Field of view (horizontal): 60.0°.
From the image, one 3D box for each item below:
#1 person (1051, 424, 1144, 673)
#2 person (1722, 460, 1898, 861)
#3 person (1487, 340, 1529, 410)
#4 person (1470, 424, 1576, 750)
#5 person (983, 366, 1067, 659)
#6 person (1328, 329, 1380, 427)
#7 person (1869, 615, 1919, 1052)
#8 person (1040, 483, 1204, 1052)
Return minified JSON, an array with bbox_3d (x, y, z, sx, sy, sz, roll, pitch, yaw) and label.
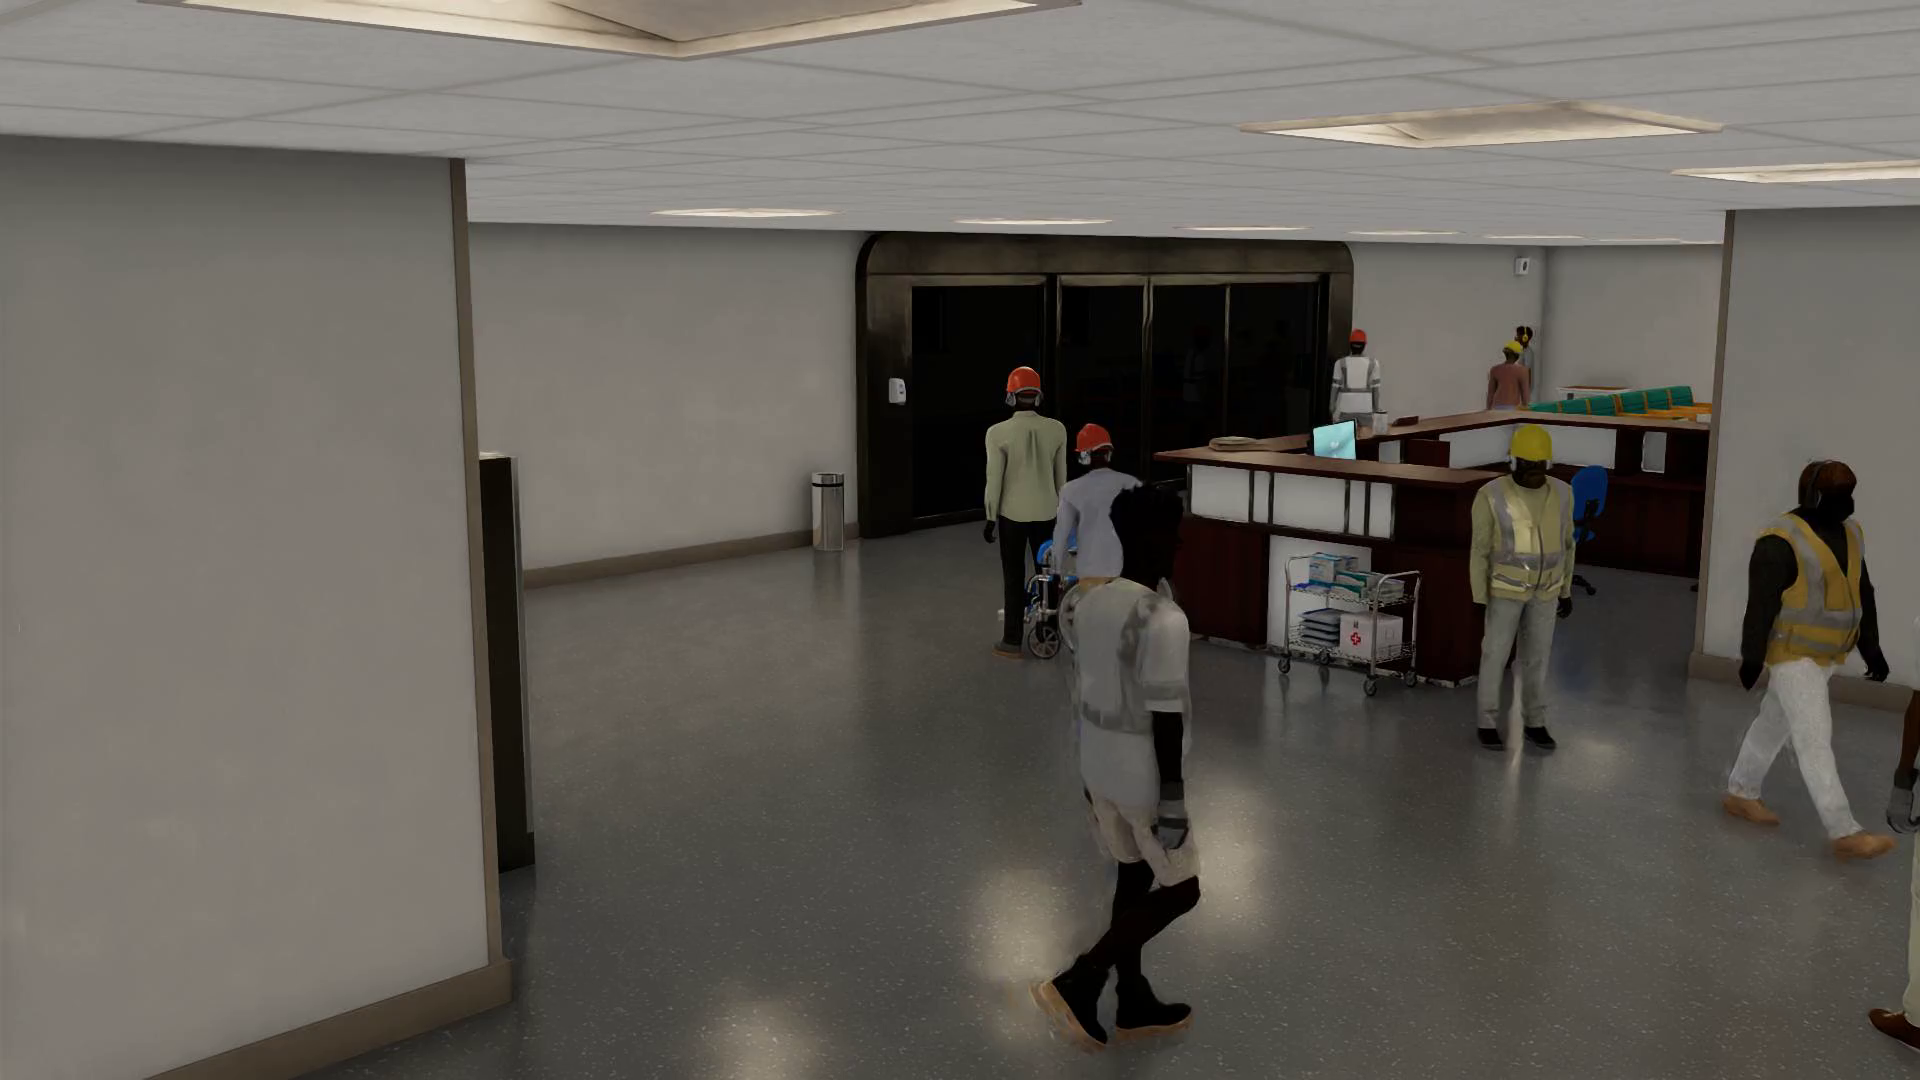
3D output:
[{"bbox_3d":[0.822,0.142,10.220,0.580,1.708,0.852,-4,10,-25],"label":"person"},{"bbox_3d":[3.944,0.525,7.655,0.635,1.792,0.946,-6,11,-32],"label":"person"},{"bbox_3d":[7.192,-1.773,21.961,0.856,1.727,0.527,-9,13,-44],"label":"person"},{"bbox_3d":[3.103,0.265,9.175,0.599,1.822,0.416,-1,9,-7],"label":"person"},{"bbox_3d":[0.441,-0.184,11.372,0.612,1.996,0.388,-4,10,-21],"label":"person"},{"bbox_3d":[4.817,-1.617,20.376,0.624,1.923,0.404,2,9,12],"label":"person"},{"bbox_3d":[3.404,0.822,5.631,0.514,1.861,0.321,-1,9,-4],"label":"person"},{"bbox_3d":[0.549,0.779,5.577,0.545,1.952,0.615,-4,10,-23],"label":"person"}]
